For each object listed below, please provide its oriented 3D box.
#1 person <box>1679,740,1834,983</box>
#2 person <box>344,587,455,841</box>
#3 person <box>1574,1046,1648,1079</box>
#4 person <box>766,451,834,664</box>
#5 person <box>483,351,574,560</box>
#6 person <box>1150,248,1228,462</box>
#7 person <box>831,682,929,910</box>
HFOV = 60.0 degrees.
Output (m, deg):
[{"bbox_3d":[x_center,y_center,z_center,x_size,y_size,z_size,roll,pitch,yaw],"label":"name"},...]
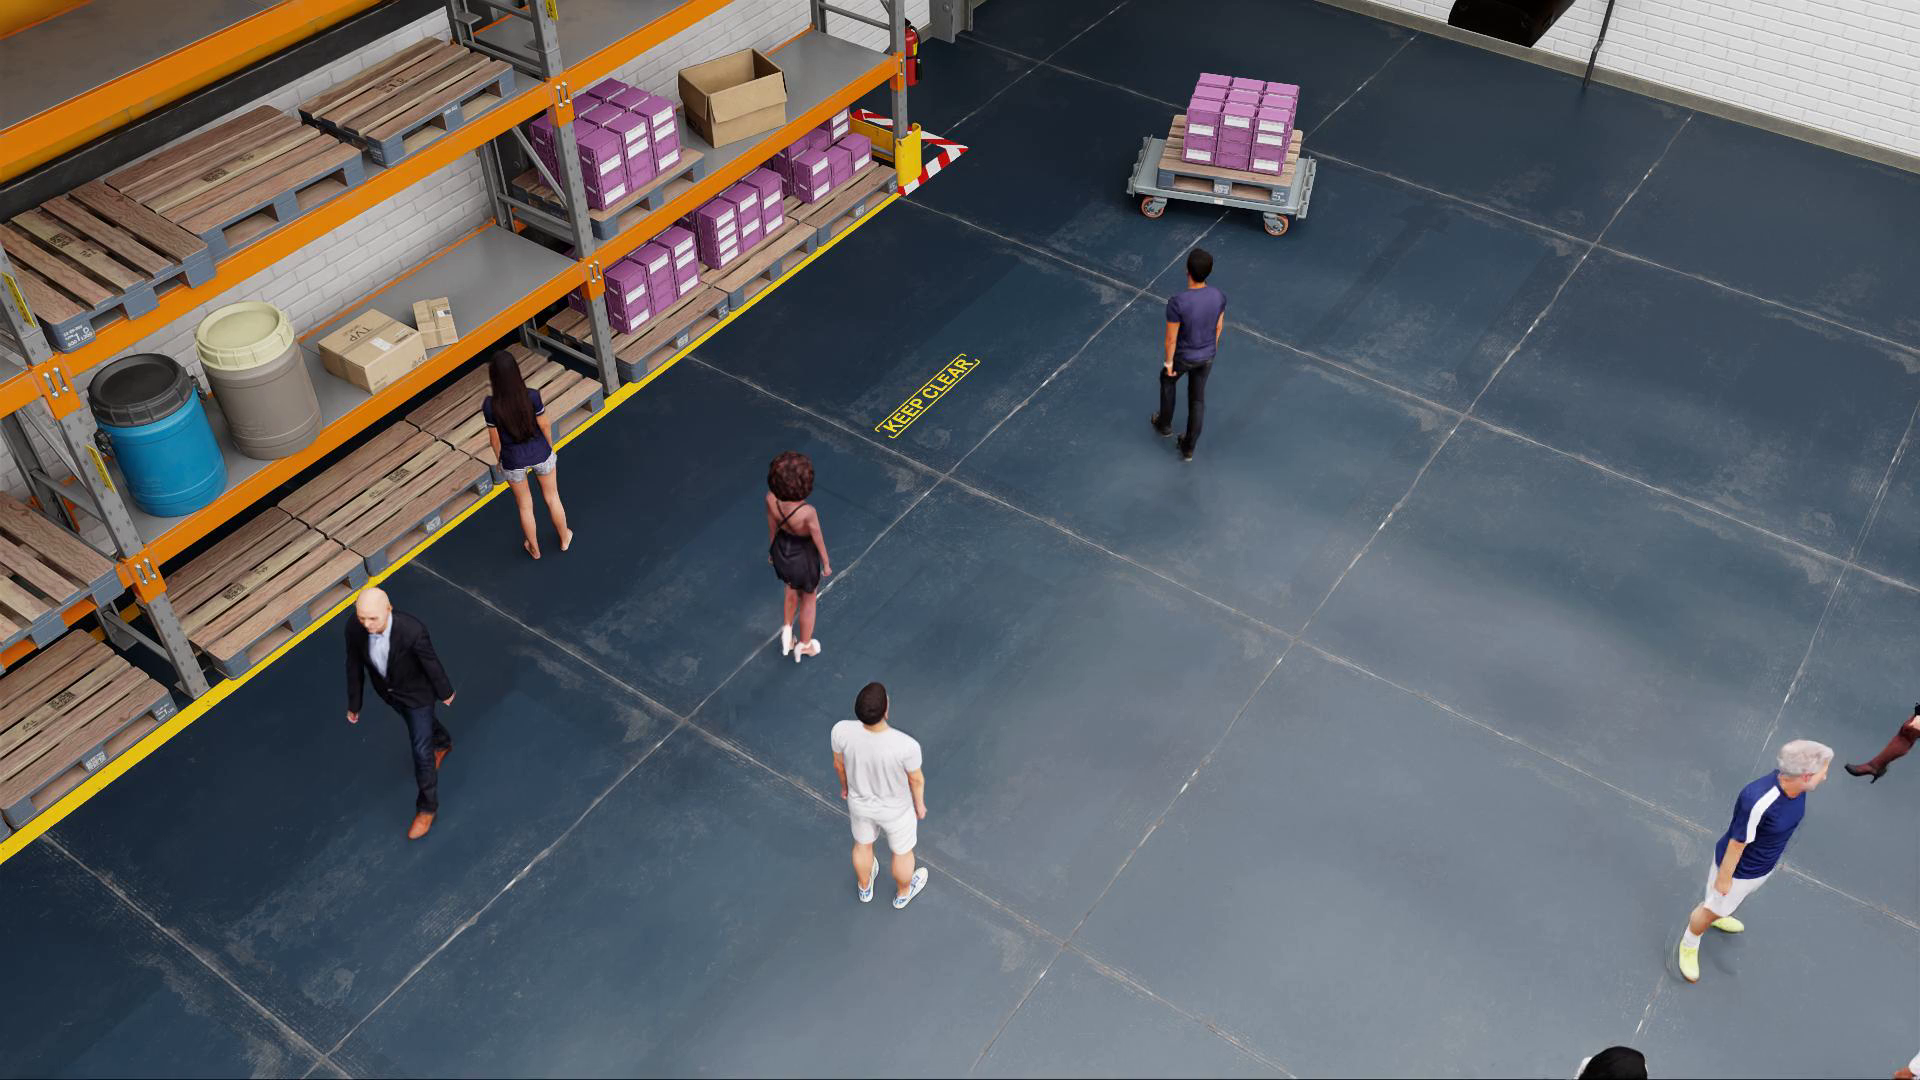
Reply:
[{"bbox_3d":[4.322,1.752,9.169,0.659,1.821,0.863,-12,45,-12],"label":"person"},{"bbox_3d":[-3.353,0.853,10.155,0.965,1.764,1.196,10,45,11],"label":"person"},{"bbox_3d":[2.916,2.942,8.035,1.144,1.663,1.076,-7,44,-8],"label":"person"},{"bbox_3d":[-1.112,0.193,10.839,0.583,1.775,0.627,23,48,22],"label":"person"},{"bbox_3d":[-3.040,-0.576,11.652,0.632,1.767,0.720,-14,45,-14],"label":"person"},{"bbox_3d":[1.765,-1.333,12.442,0.875,1.774,0.934,-7,44,-7],"label":"person"},{"bbox_3d":[-0.456,1.461,9.449,0.745,1.856,0.691,12,45,12],"label":"person"}]
